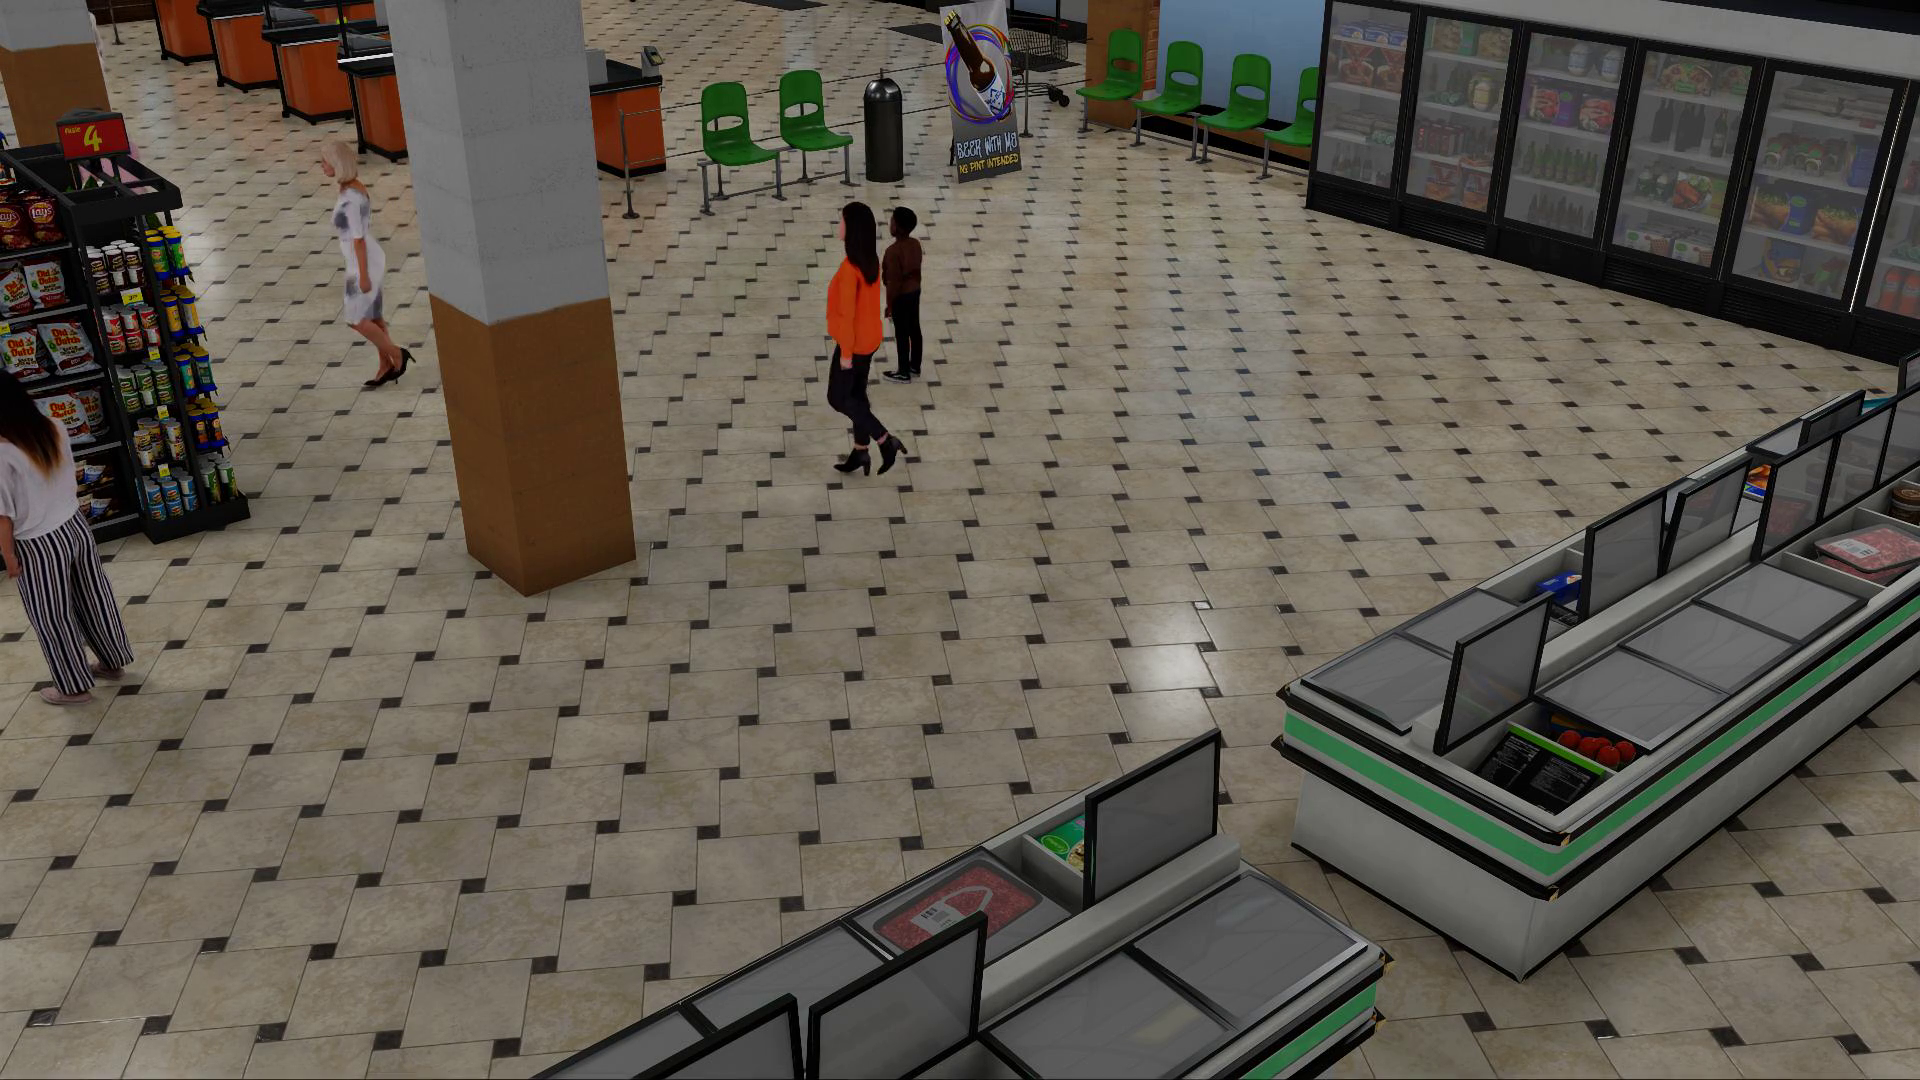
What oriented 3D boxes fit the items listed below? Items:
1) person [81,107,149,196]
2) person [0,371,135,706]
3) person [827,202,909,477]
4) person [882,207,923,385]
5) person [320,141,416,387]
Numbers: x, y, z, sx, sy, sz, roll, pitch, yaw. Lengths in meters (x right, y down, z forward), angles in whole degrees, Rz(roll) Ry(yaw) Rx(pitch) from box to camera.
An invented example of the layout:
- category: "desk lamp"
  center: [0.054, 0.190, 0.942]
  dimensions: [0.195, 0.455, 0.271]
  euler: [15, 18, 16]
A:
- category: "person"
  center: [-6.368, -2.455, 12.641]
  dimensions: [0.568, 1.675, 0.668]
  euler: [-23, 35, -37]
- category: "person"
  center: [-4.293, -0.017, 7.830]
  dimensions: [0.846, 1.679, 0.754]
  euler: [7, 28, 14]
- category: "person"
  center: [-0.547, -1.160, 10.021]
  dimensions: [0.875, 1.737, 0.825]
  euler: [6, 28, 13]
- category: "person"
  center: [-0.390, -1.721, 11.660]
  dimensions: [0.621, 1.254, 0.480]
  euler: [18, 32, 32]
- category: "person"
  center: [-4.018, -1.876, 11.432]
  dimensions: [0.761, 1.738, 0.707]
  euler: [-6, 27, -12]
